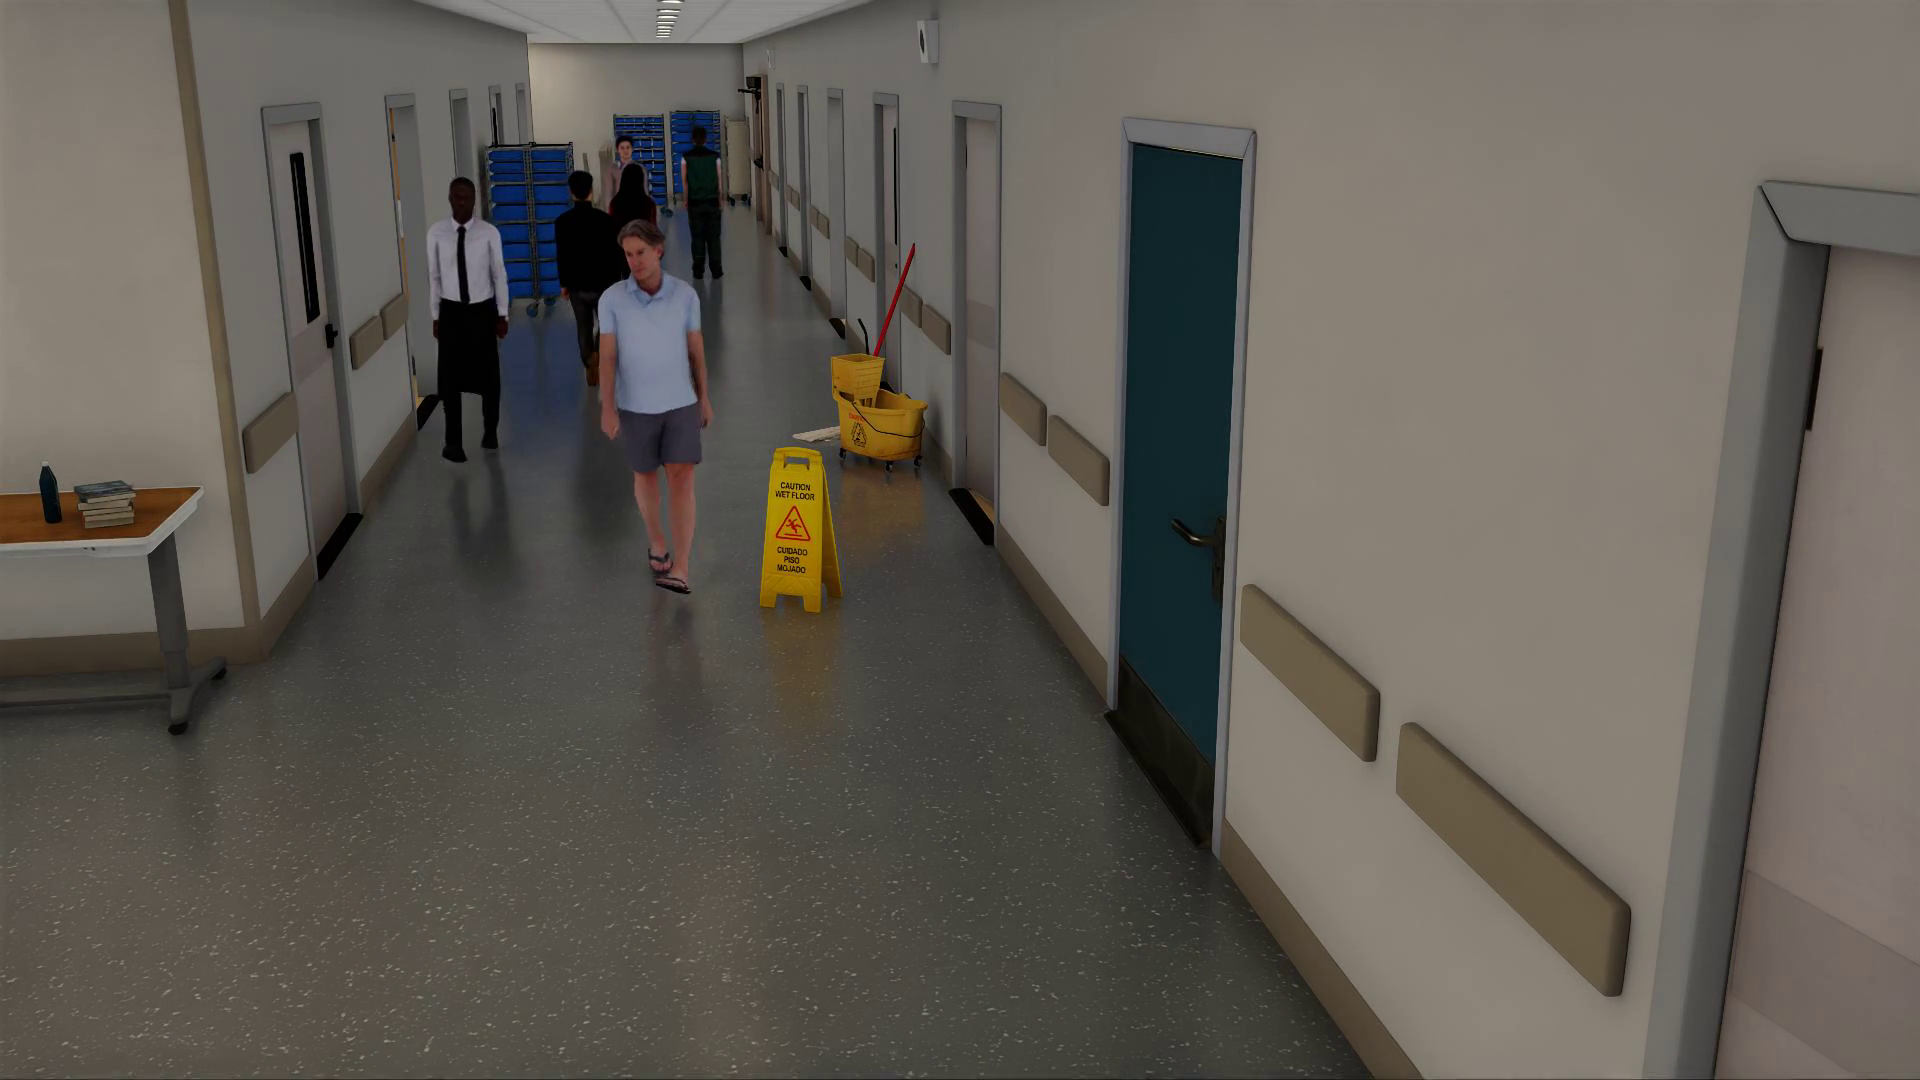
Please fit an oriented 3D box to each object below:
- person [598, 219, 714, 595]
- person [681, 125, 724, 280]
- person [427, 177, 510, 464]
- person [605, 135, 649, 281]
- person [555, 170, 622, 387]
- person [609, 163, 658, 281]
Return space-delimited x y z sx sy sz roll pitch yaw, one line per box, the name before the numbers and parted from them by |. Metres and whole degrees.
person | -1.466 -0.660 8.127 0.708 1.791 1.142 -3 16 -12
person | -3.148 -4.146 20.392 0.635 1.842 0.555 -2 16 -8
person | -3.159 -1.416 10.824 0.676 1.783 1.213 -2 16 -7
person | -3.645 -3.530 18.303 0.693 1.792 0.751 -5 17 -18
person | -2.935 -2.045 13.193 0.736 1.708 0.909 0 16 -1
person | -3.014 -2.626 15.396 0.615 1.630 0.906 -2 16 -8
